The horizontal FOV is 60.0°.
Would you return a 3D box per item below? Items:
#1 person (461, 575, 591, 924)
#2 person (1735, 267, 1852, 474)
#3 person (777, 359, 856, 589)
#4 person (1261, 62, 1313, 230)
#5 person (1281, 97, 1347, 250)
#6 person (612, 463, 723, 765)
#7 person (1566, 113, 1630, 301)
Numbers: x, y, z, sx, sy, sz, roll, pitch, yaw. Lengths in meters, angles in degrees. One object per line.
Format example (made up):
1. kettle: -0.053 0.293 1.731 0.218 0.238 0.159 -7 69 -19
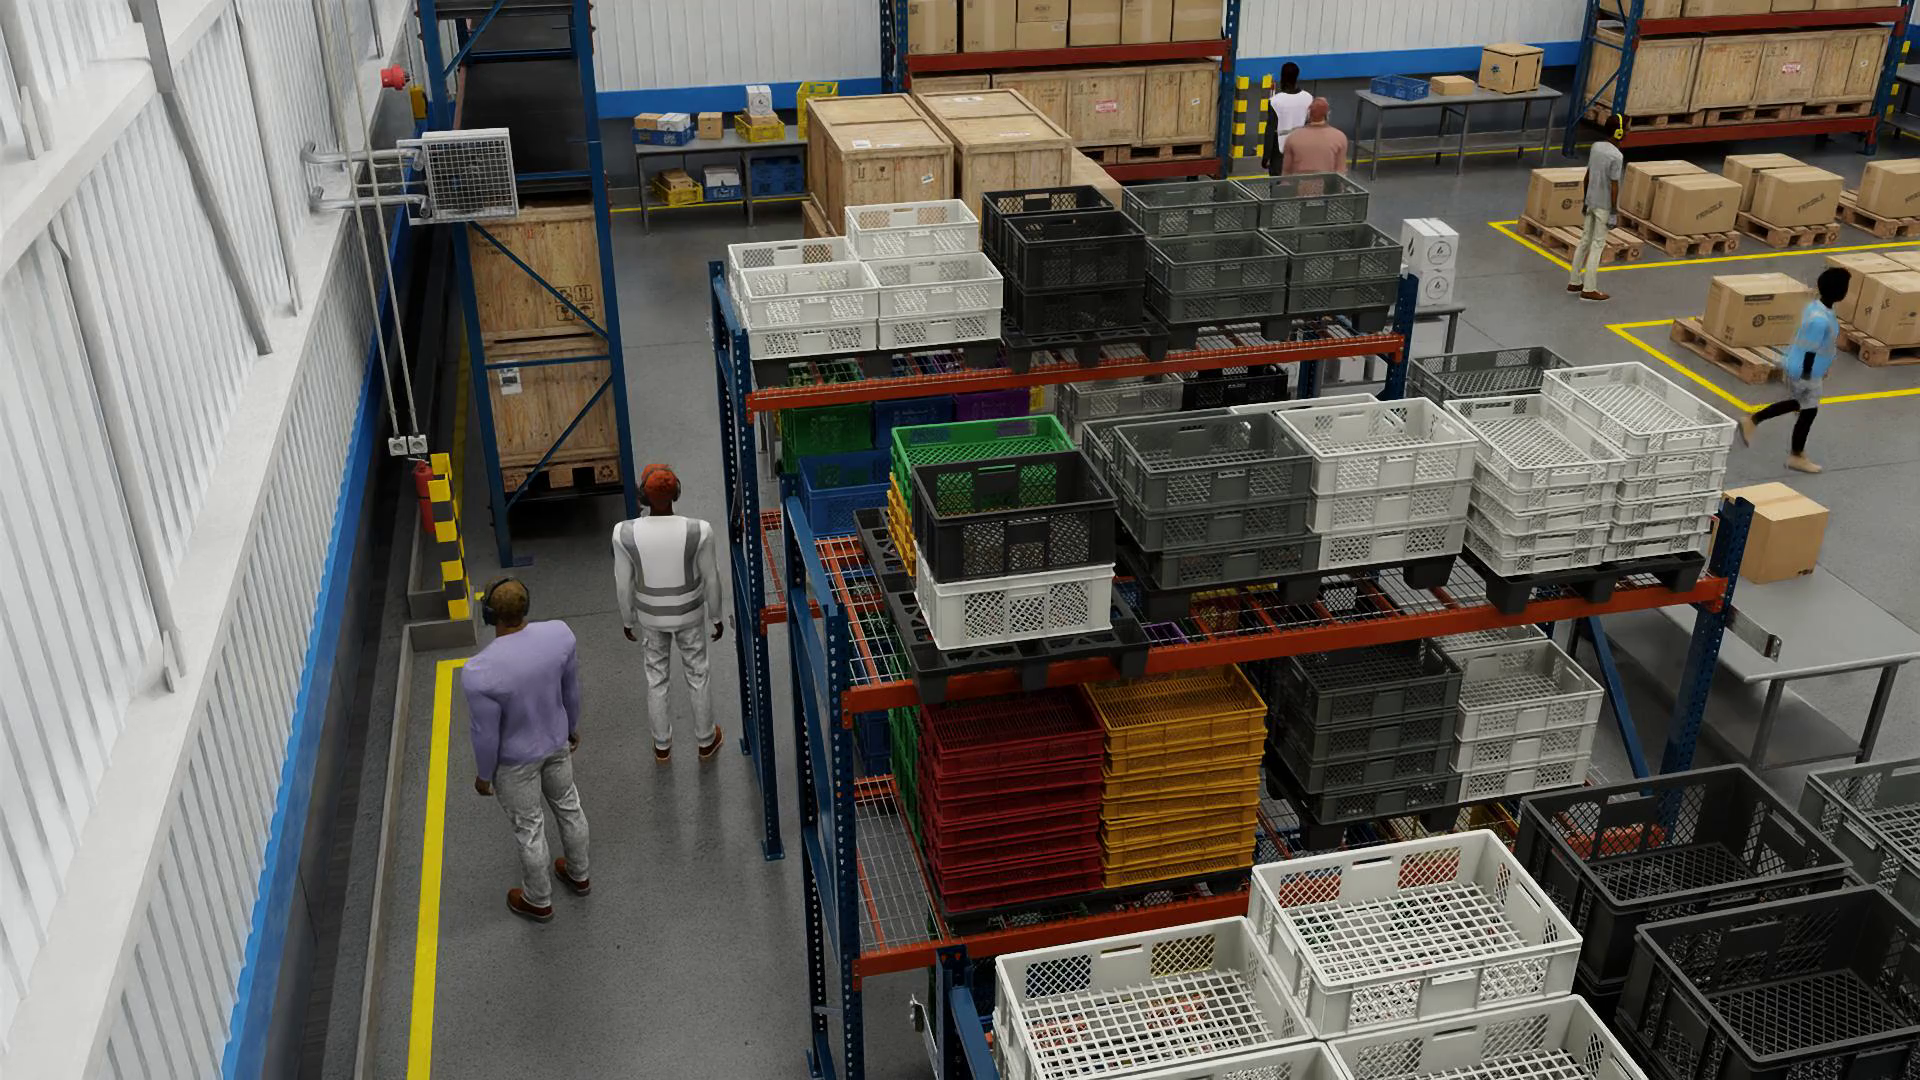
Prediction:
1. person: -2.147 1.036 8.276 0.371 1.940 0.627 22 35 35
2. person: 6.617 -1.365 13.111 0.630 1.678 0.533 13 30 22
3. person: -0.930 -0.510 11.323 0.639 1.839 0.447 23 35 36
4. person: 3.626 -4.328 18.490 0.585 1.910 0.389 -16 32 -27
5. person: 3.648 -3.606 17.138 0.683 1.880 0.737 9 29 17
6. person: -1.640 0.432 9.479 0.584 1.883 0.345 -2 28 -3
7. person: 6.419 -3.334 16.640 0.315 1.870 0.533 -7 29 -13
